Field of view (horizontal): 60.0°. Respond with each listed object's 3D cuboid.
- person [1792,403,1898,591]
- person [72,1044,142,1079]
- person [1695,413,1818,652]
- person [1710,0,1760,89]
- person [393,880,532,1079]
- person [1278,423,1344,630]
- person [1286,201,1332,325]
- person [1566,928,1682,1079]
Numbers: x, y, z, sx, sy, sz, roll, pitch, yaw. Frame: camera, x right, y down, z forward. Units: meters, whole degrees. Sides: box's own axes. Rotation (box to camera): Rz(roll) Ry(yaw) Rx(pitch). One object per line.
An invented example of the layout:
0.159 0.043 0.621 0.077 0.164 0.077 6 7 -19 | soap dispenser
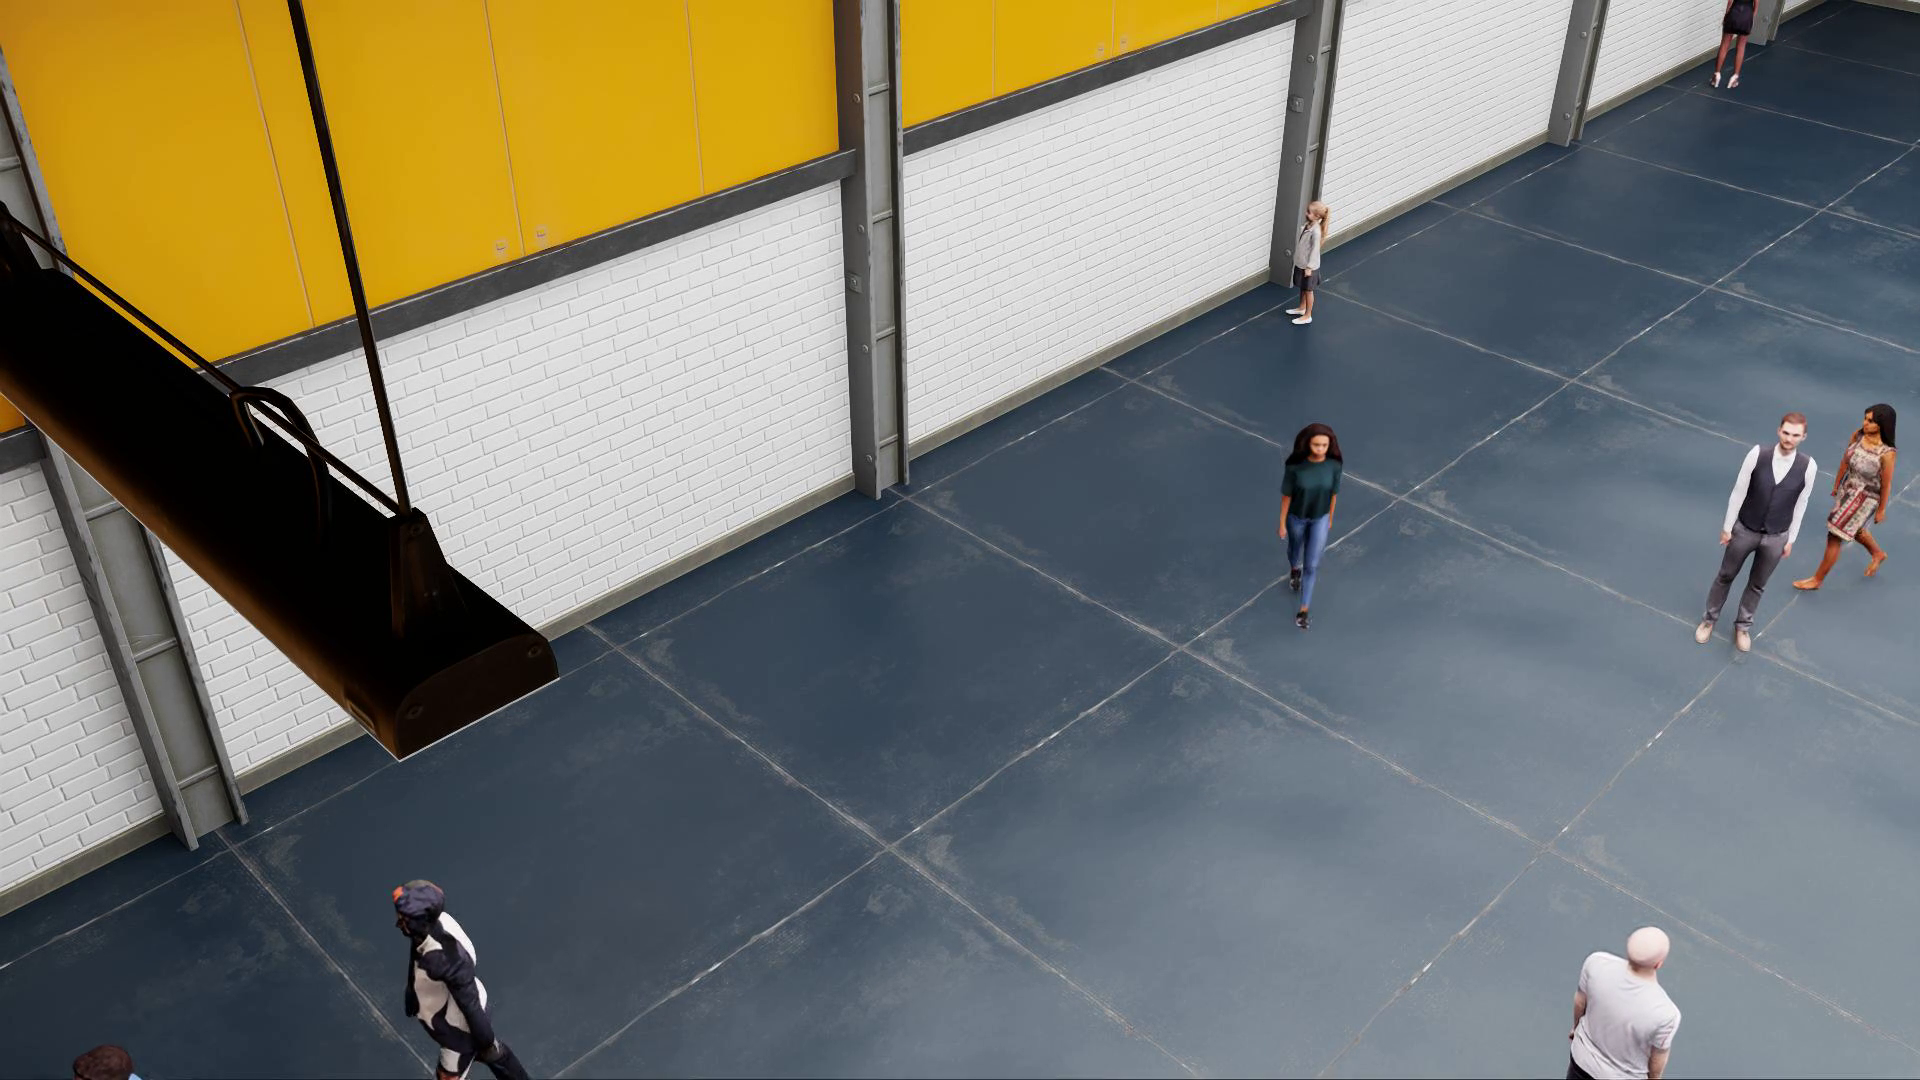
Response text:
6.972 -0.320 12.746 1.141 1.612 0.975 -9 35 -13 | person
-3.599 2.931 7.664 1.163 1.822 0.751 -23 40 -30 | person
5.823 -0.082 12.093 0.732 1.938 0.698 13 36 19 | person
10.662 -7.101 22.787 0.648 1.788 0.662 12 35 17 | person
-2.453 2.408 8.427 1.206 1.848 0.896 -19 38 -26 | person
2.617 -0.196 12.594 1.029 1.573 1.162 4 34 6 | person
3.524 -2.820 16.809 0.654 1.276 0.601 -3 34 -5 | person
3.196 2.578 8.186 0.626 1.832 0.682 -23 40 -30 | person
